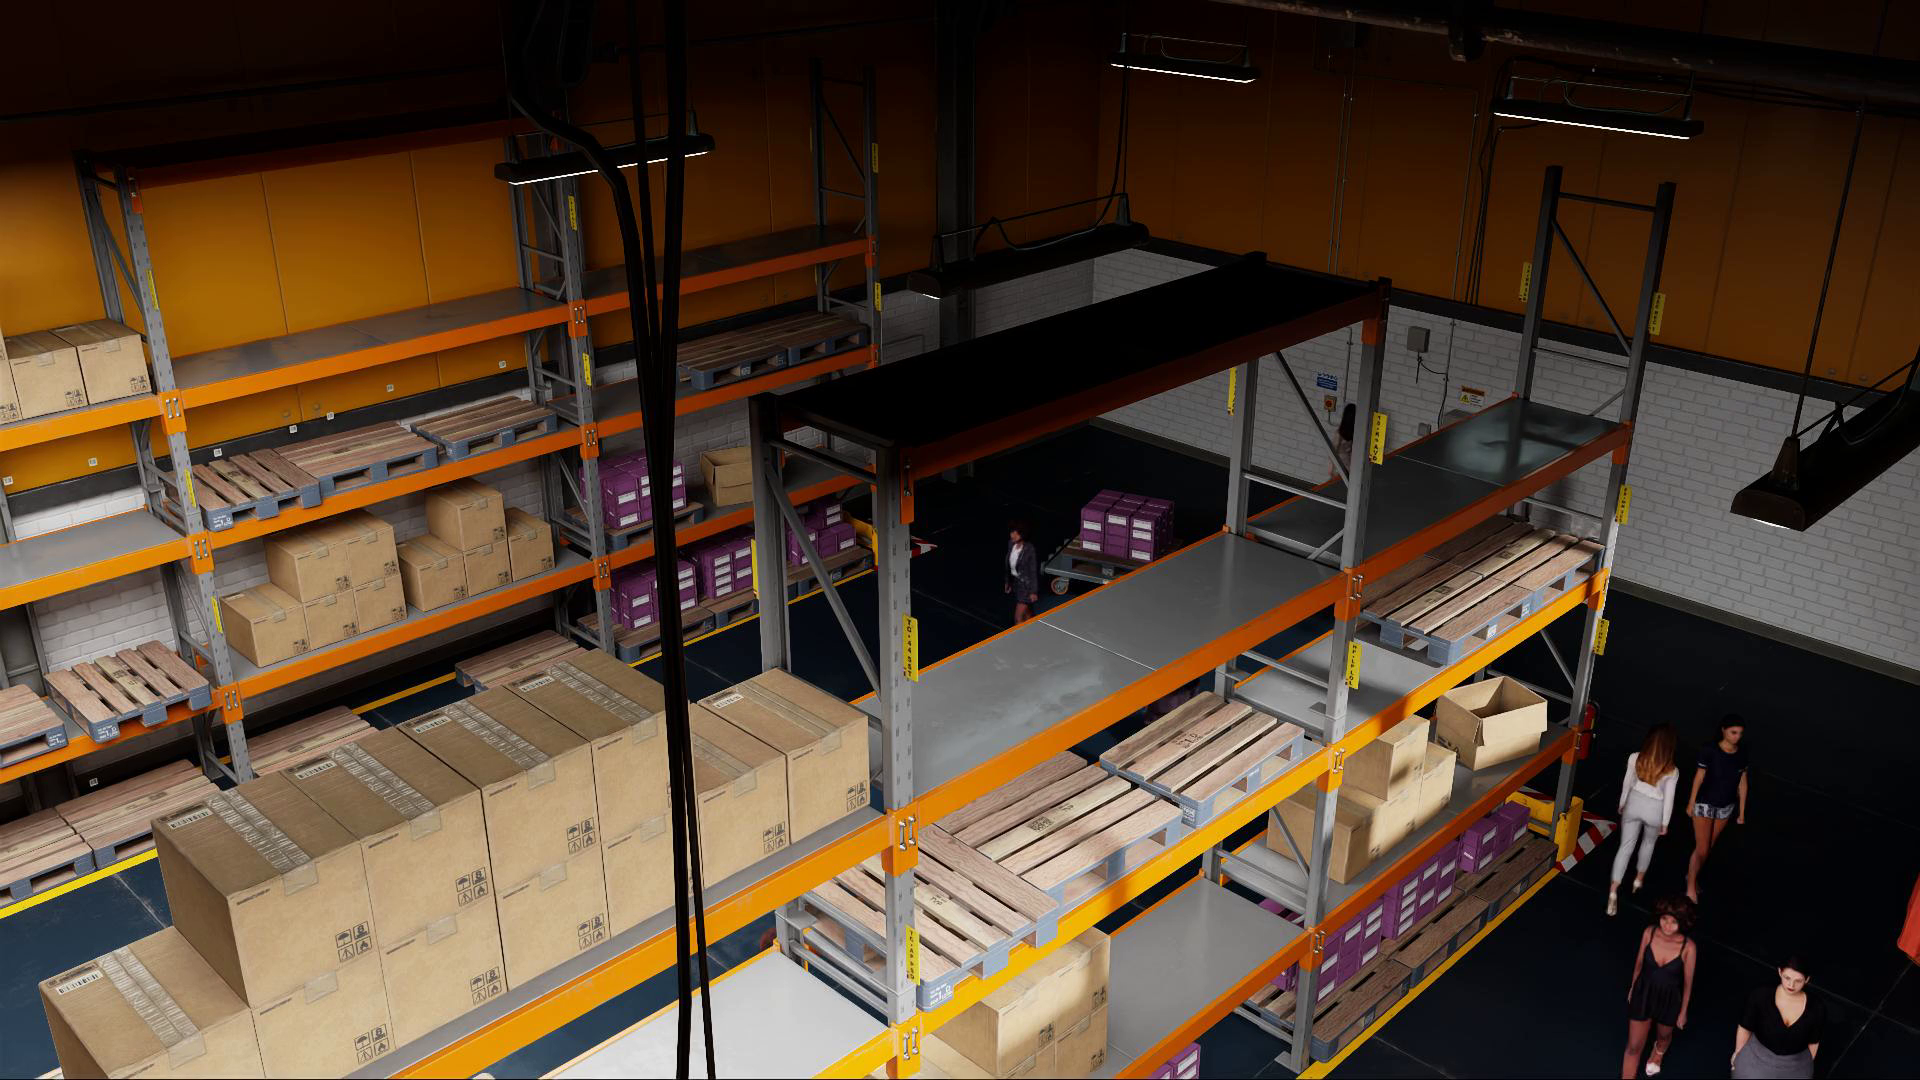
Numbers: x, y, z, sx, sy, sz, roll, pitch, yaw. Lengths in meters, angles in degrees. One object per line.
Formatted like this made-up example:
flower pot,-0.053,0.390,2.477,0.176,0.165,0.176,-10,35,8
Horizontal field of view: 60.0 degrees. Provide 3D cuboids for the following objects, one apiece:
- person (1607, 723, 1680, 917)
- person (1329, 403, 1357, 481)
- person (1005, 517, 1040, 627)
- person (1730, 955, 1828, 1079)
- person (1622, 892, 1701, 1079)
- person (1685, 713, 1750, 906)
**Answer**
person,5.642,2.358,13.819,0.709,1.730,1.137,16,28,32
person,4.938,-0.906,21.267,0.623,1.745,0.728,-5,24,-11
person,0.744,0.504,18.150,0.925,1.657,0.749,-9,25,-20
person,5.449,3.506,11.157,0.766,1.758,0.763,9,25,19
person,4.970,3.240,11.779,0.723,1.747,1.111,15,28,30
person,6.364,2.210,14.133,0.741,1.750,0.805,-2,24,-4
